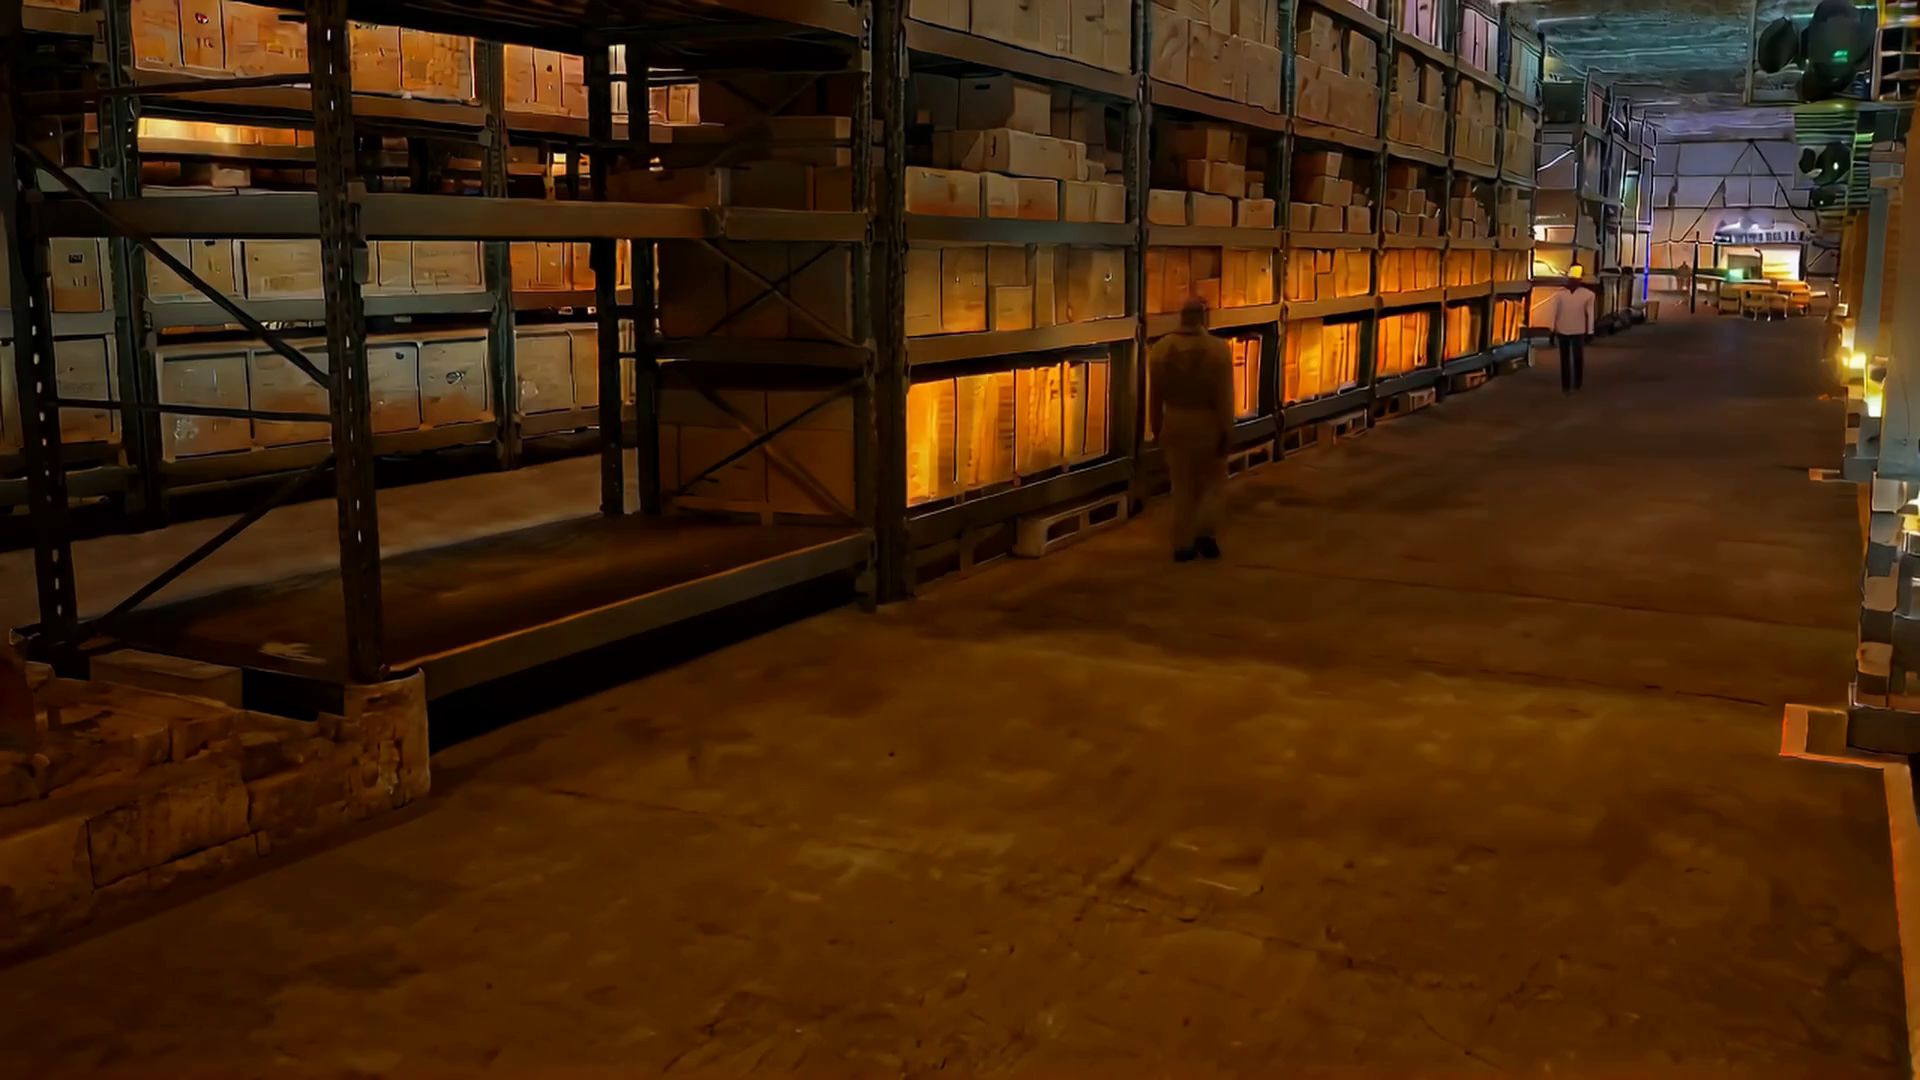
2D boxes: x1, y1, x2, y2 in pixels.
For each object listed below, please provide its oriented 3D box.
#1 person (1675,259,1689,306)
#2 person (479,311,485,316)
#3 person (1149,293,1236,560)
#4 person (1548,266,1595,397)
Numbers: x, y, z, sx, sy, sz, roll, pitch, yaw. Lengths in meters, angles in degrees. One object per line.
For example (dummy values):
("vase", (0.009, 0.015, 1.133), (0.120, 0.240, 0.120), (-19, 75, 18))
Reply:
("person", (29.414, -10.477, 67.758), (0.367, 1.932, 0.630), (-4, 11, -23))
("person", (-6.457, -2.625, 22.873), (0.485, 1.728, 0.650), (6, 11, 30))
("person", (1.677, -0.800, 11.821), (0.672, 1.892, 0.509), (6, 11, 31))
("person", (9.220, -3.139, 25.116), (0.632, 1.974, 0.506), (5, 11, 28))
